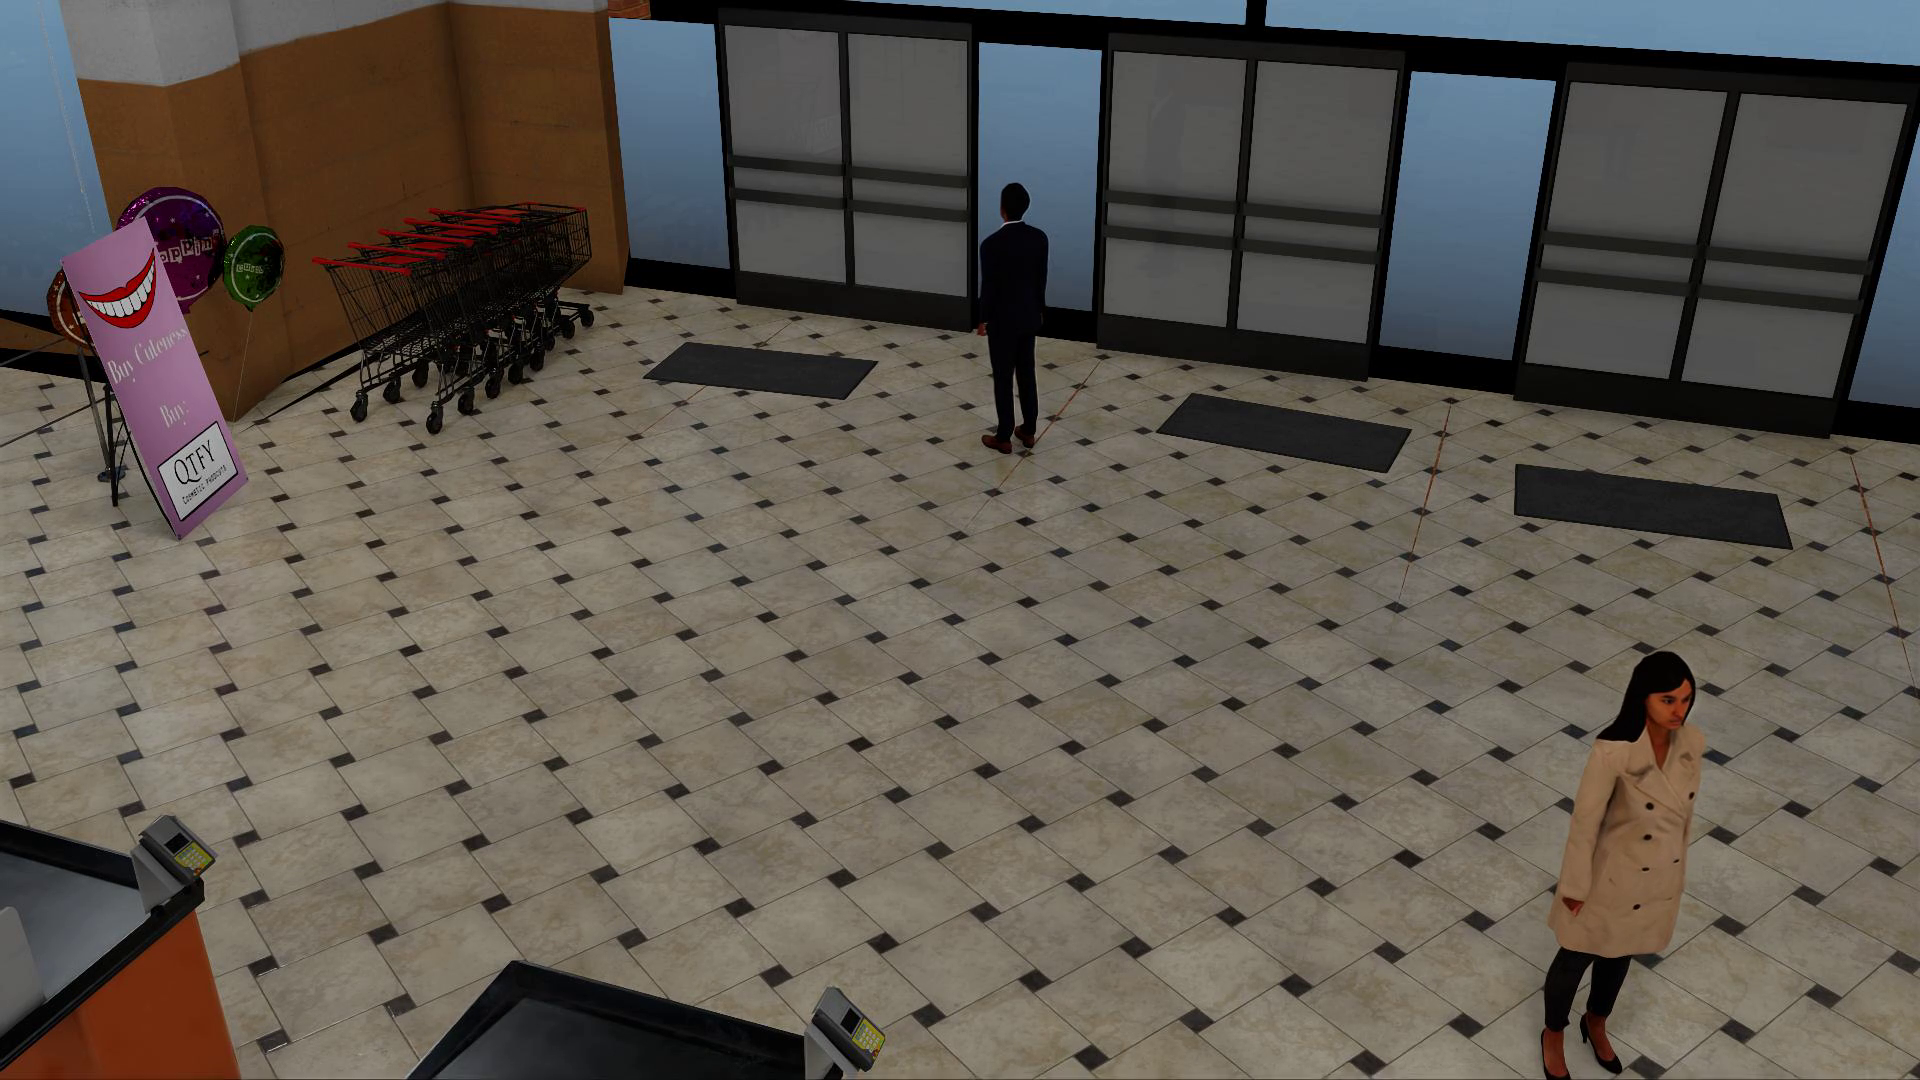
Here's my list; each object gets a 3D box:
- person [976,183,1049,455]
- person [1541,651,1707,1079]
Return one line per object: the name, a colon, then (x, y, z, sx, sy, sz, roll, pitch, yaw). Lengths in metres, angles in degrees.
person: (0.331, -1.384, 10.457, 0.682, 1.726, 0.769, -15, 31, -27)
person: (2.213, 1.116, 5.577, 0.705, 1.682, 0.731, -8, 28, -15)
